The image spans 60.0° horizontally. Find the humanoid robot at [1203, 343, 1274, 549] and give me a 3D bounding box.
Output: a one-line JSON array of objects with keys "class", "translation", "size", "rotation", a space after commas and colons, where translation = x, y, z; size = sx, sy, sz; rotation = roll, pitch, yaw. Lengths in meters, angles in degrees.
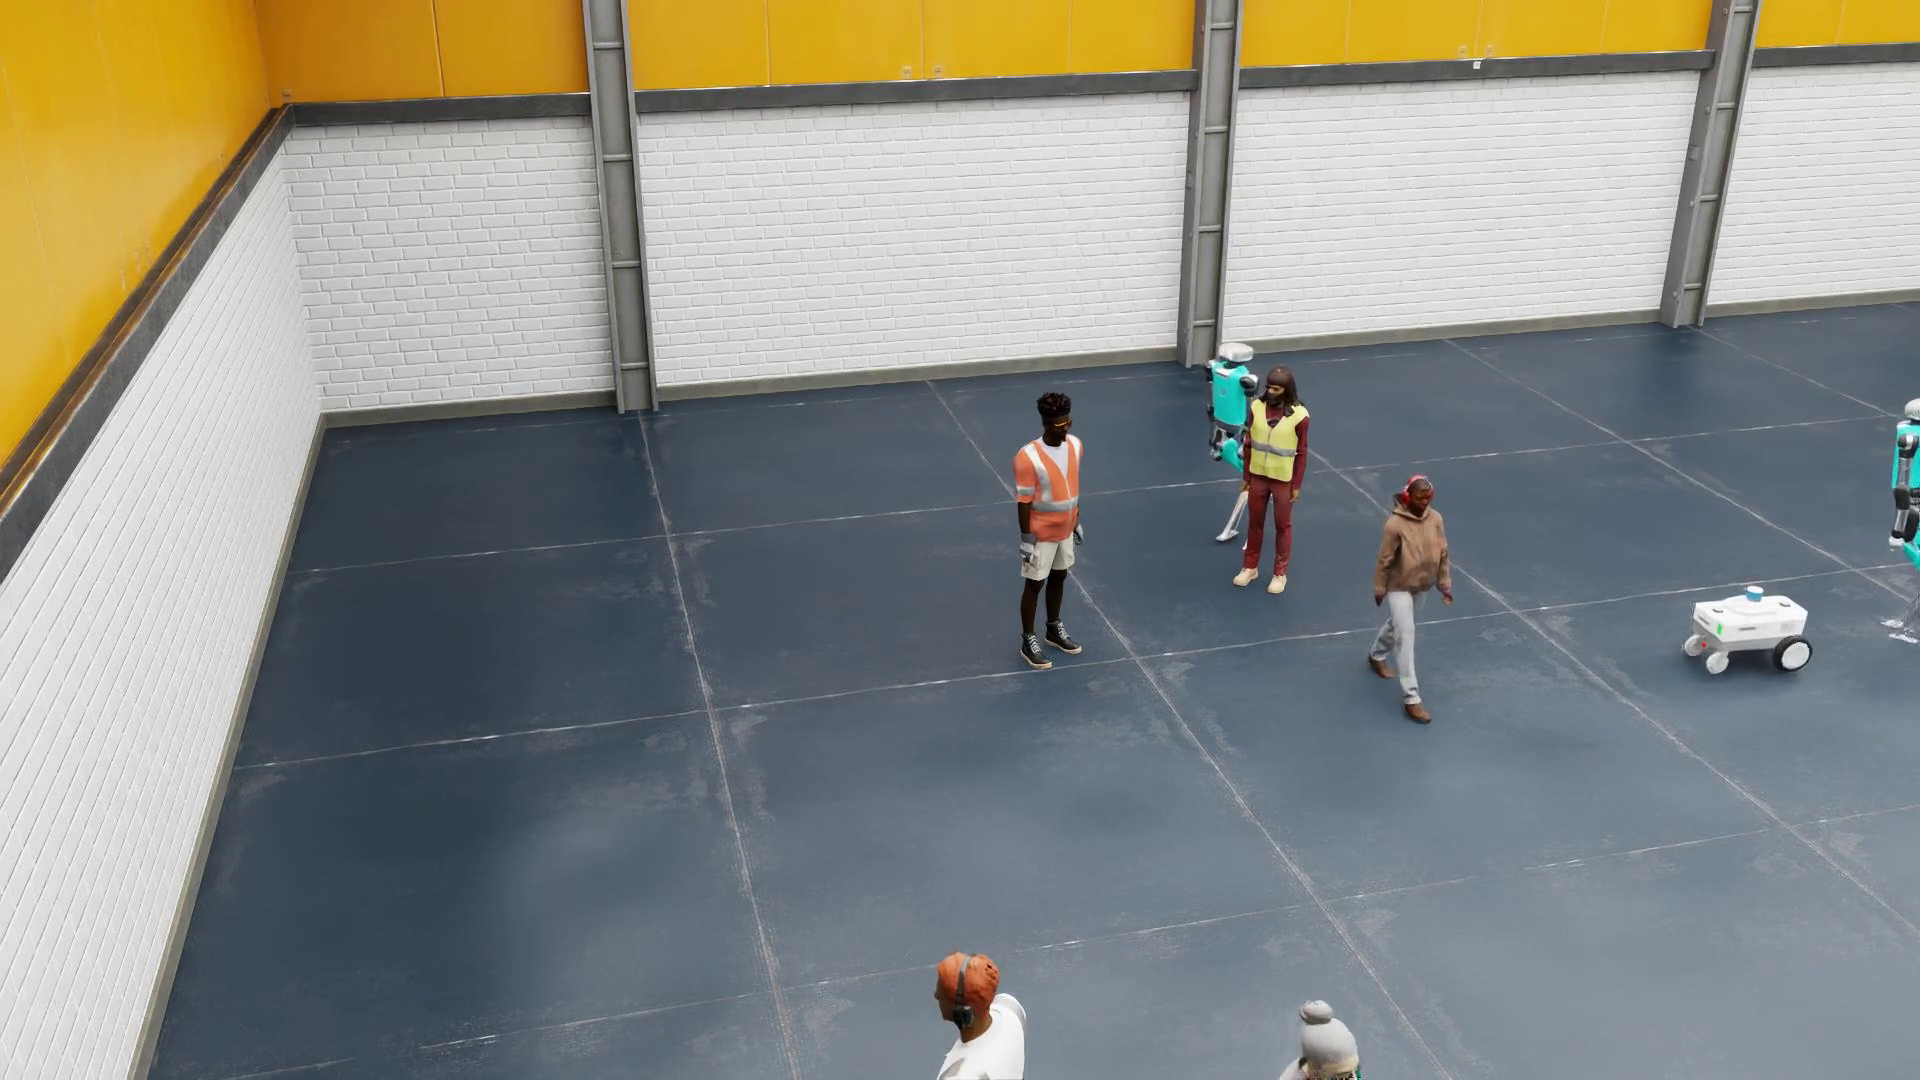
[{"class": "humanoid robot", "translation": [2.293, -0.752, 13.254], "size": [0.748, 1.777, 0.534], "rotation": [-16, 29, -33]}]

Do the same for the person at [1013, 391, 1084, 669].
[{"class": "person", "translation": [0.627, -0.083, 11.446], "size": [0.605, 1.965, 0.368], "rotation": [-22, 32, -40]}]

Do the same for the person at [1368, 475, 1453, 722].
[{"class": "person", "translation": [2.969, 0.305, 10.990], "size": [0.457, 1.605, 0.864], "rotation": [-10, 26, -21]}]

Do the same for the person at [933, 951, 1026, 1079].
[{"class": "person", "translation": [0.057, 2.309, 6.130], "size": [0.353, 1.878, 0.566], "rotation": [11, 26, 23]}]

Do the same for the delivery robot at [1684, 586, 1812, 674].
[{"class": "delivery robot", "translation": [5.522, 0.618, 11.618], "size": [0.799, 0.608, 0.499], "rotation": [-4, 24, -9]}]

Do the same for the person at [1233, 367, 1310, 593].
[{"class": "person", "translation": [2.364, -0.466, 12.552], "size": [0.475, 1.769, 0.362], "rotation": [14, 27, 28]}]

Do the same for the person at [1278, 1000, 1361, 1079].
[{"class": "person", "translation": [1.143, 2.387, 6.034], "size": [0.724, 1.821, 0.551], "rotation": [12, 26, 25]}]

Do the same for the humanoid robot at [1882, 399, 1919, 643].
[{"class": "humanoid robot", "translation": [6.835, -0.082, 11.727], "size": [0.676, 1.793, 0.533], "rotation": [17, 29, 34]}]
